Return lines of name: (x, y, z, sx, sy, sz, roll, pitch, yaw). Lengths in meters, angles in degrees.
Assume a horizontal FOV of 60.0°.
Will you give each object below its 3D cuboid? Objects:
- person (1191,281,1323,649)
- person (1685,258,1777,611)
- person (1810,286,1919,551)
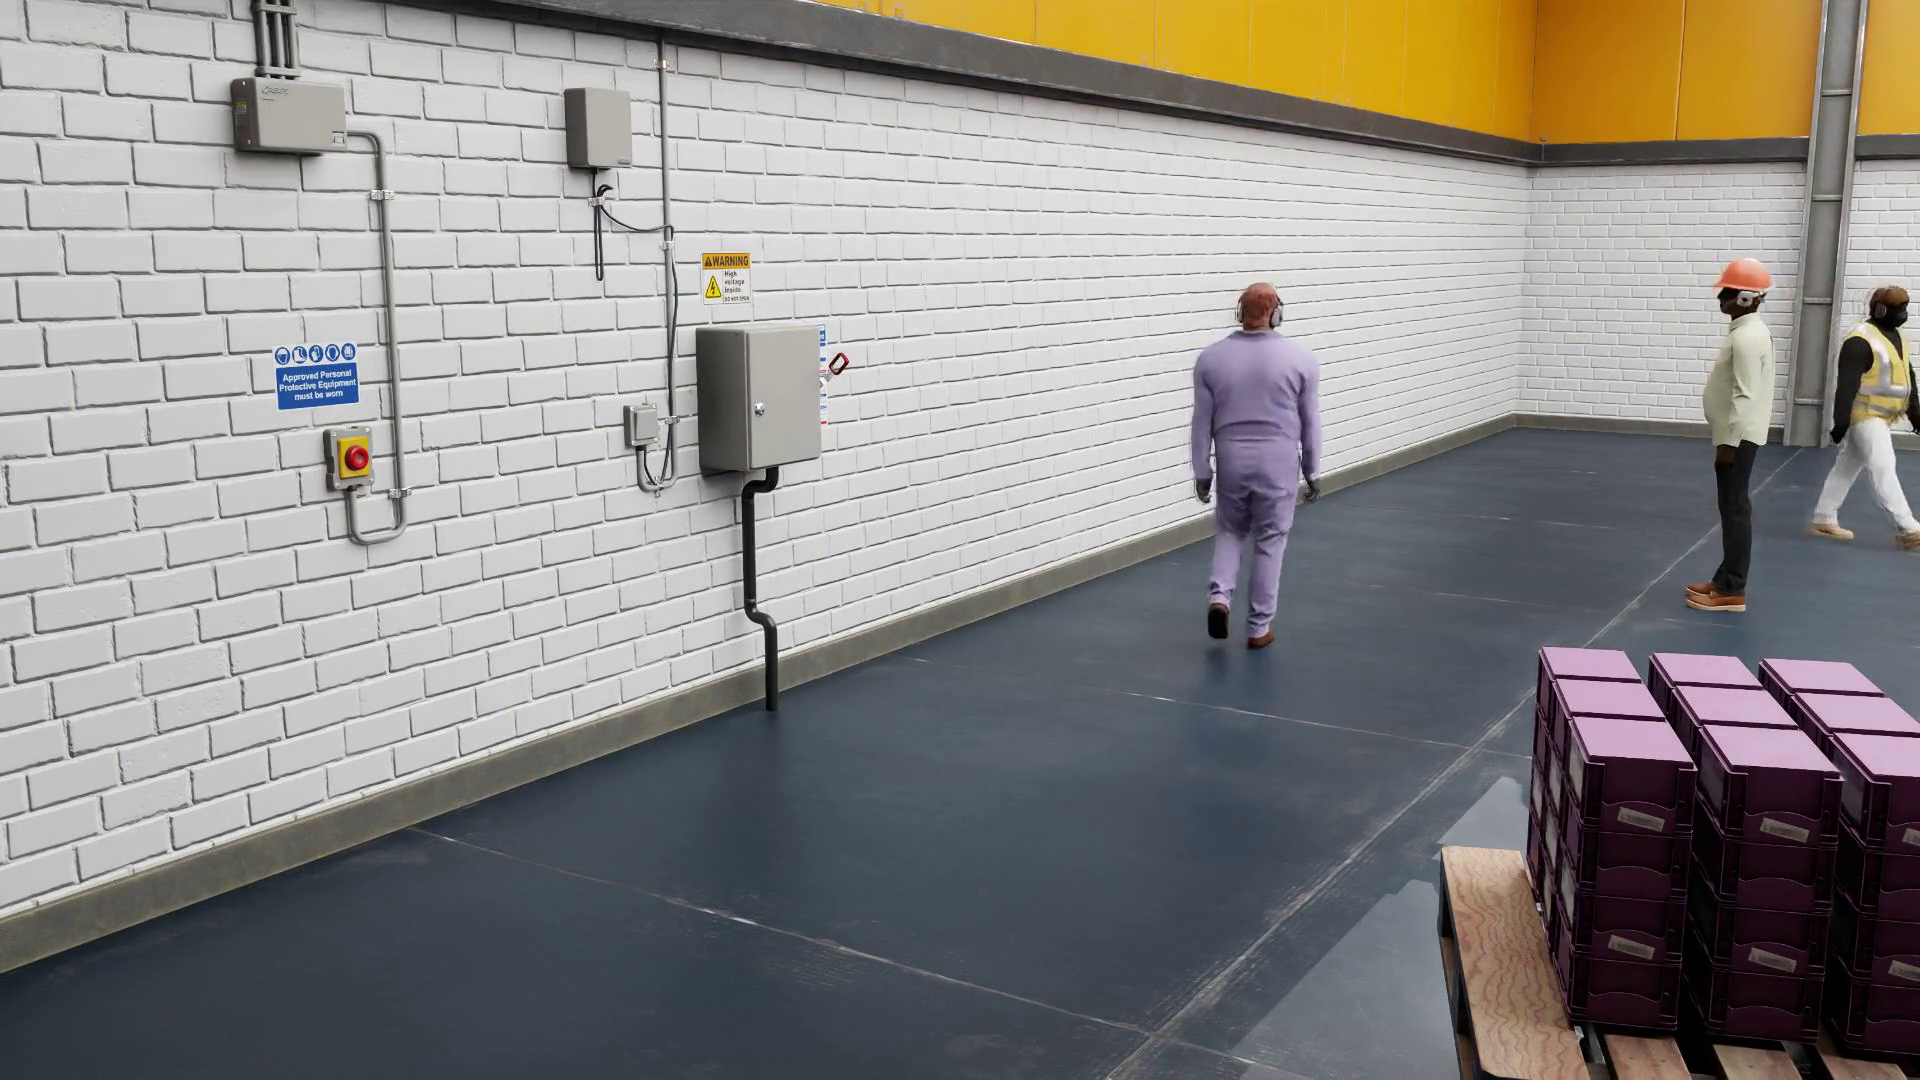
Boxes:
person: (1.531, -0.370, 8.533, 0.646, 1.892, 0.448, 5, 11, 24)
person: (4.405, -0.593, 9.474, 0.375, 1.997, 0.611, 5, 11, 25)
person: (6.360, -0.836, 11.417, 0.623, 1.781, 0.987, -8, 13, -38)
